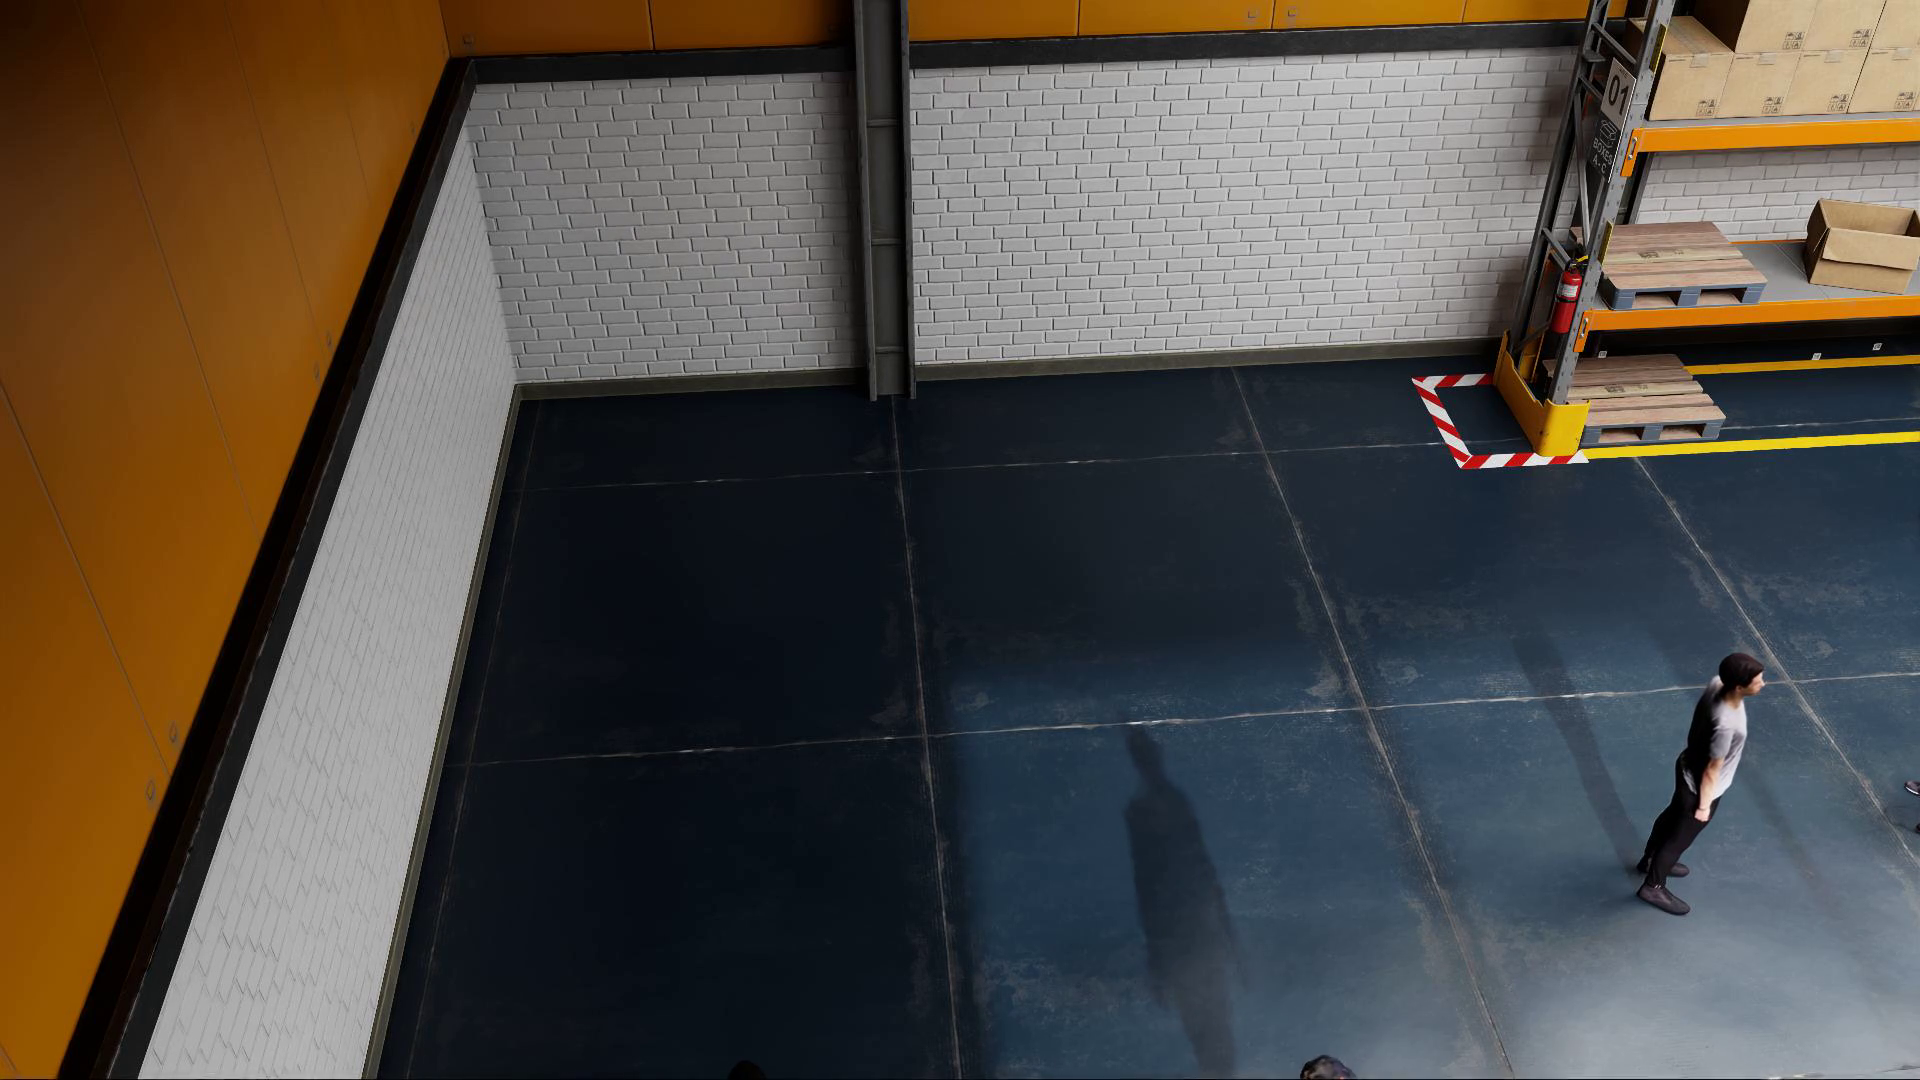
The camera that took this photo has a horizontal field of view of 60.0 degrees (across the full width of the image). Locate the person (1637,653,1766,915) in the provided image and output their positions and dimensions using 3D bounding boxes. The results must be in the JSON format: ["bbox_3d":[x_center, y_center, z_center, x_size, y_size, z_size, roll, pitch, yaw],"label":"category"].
[{"bbox_3d":[4.234,1.357,9.529,0.695,1.863,0.743,12,40,14],"label":"person"}]

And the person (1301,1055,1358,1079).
[{"bbox_3d":[1.480,2.887,7.603,0.872,1.877,0.947,-25,45,-28],"label":"person"}]
